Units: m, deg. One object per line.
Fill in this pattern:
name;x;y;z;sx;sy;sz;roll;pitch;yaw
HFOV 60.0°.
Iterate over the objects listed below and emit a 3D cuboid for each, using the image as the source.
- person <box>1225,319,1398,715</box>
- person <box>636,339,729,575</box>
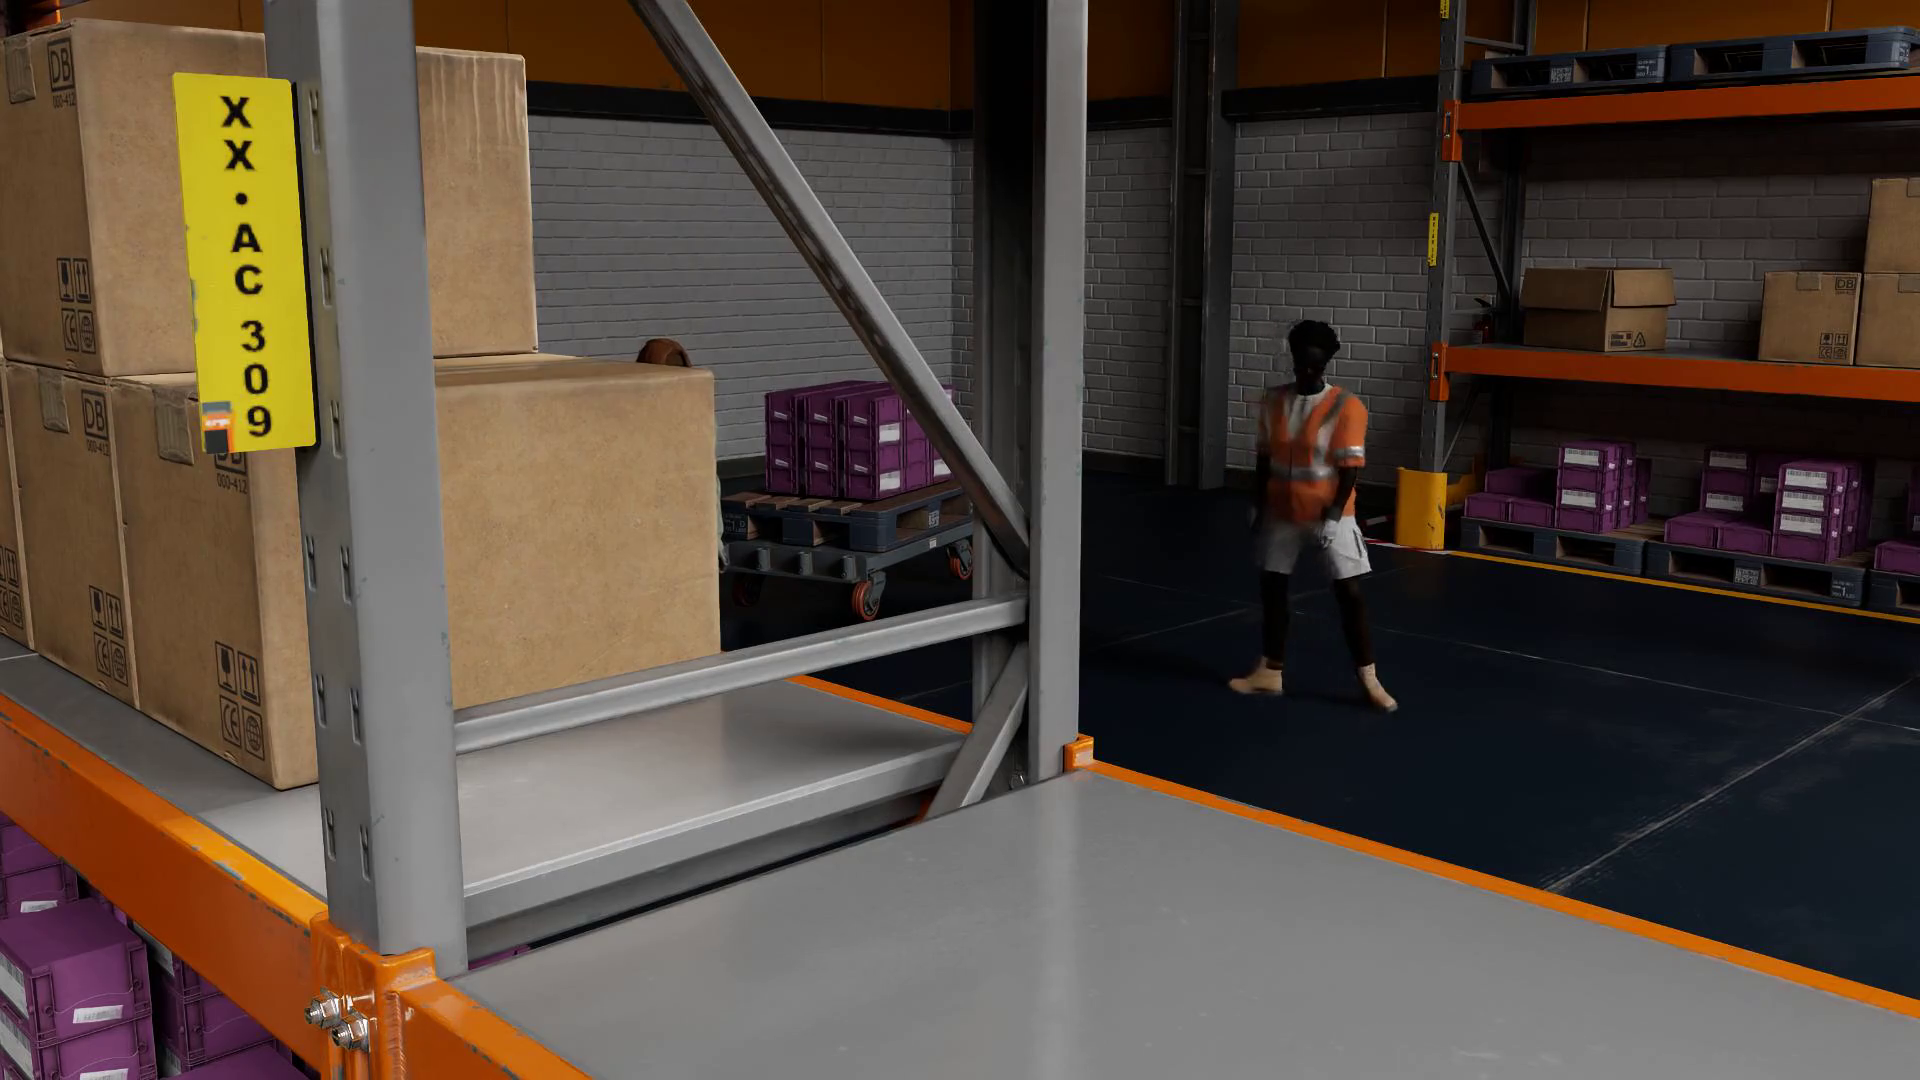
person;1.499;-0.100;7.097;0.752;1.676;0.360;10;14;42
person;-1.136;0.040;6.439;0.509;1.631;0.271;-8;13;-36
